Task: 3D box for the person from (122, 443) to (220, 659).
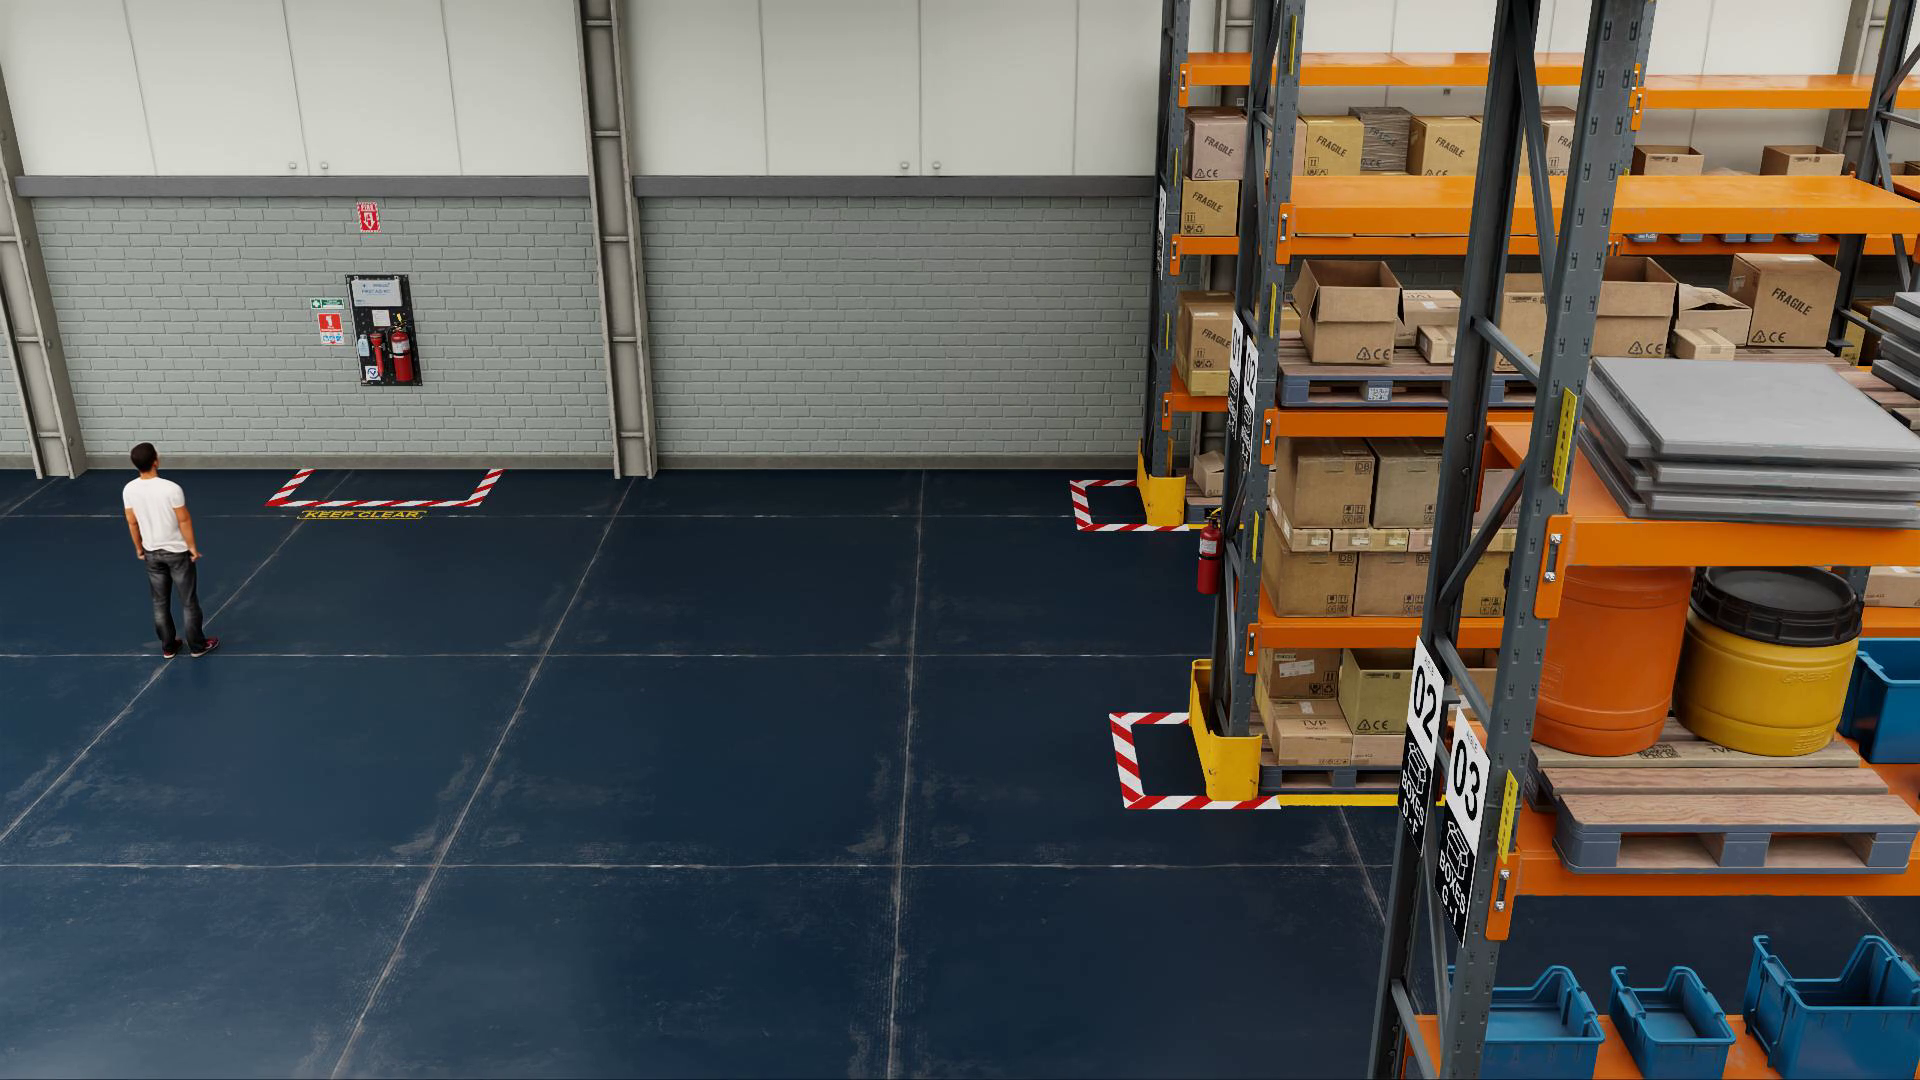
[{"bbox_3d":[-6.331,0.084,13.243,0.470,1.804,0.698,1,23,2],"label":"person"}]
